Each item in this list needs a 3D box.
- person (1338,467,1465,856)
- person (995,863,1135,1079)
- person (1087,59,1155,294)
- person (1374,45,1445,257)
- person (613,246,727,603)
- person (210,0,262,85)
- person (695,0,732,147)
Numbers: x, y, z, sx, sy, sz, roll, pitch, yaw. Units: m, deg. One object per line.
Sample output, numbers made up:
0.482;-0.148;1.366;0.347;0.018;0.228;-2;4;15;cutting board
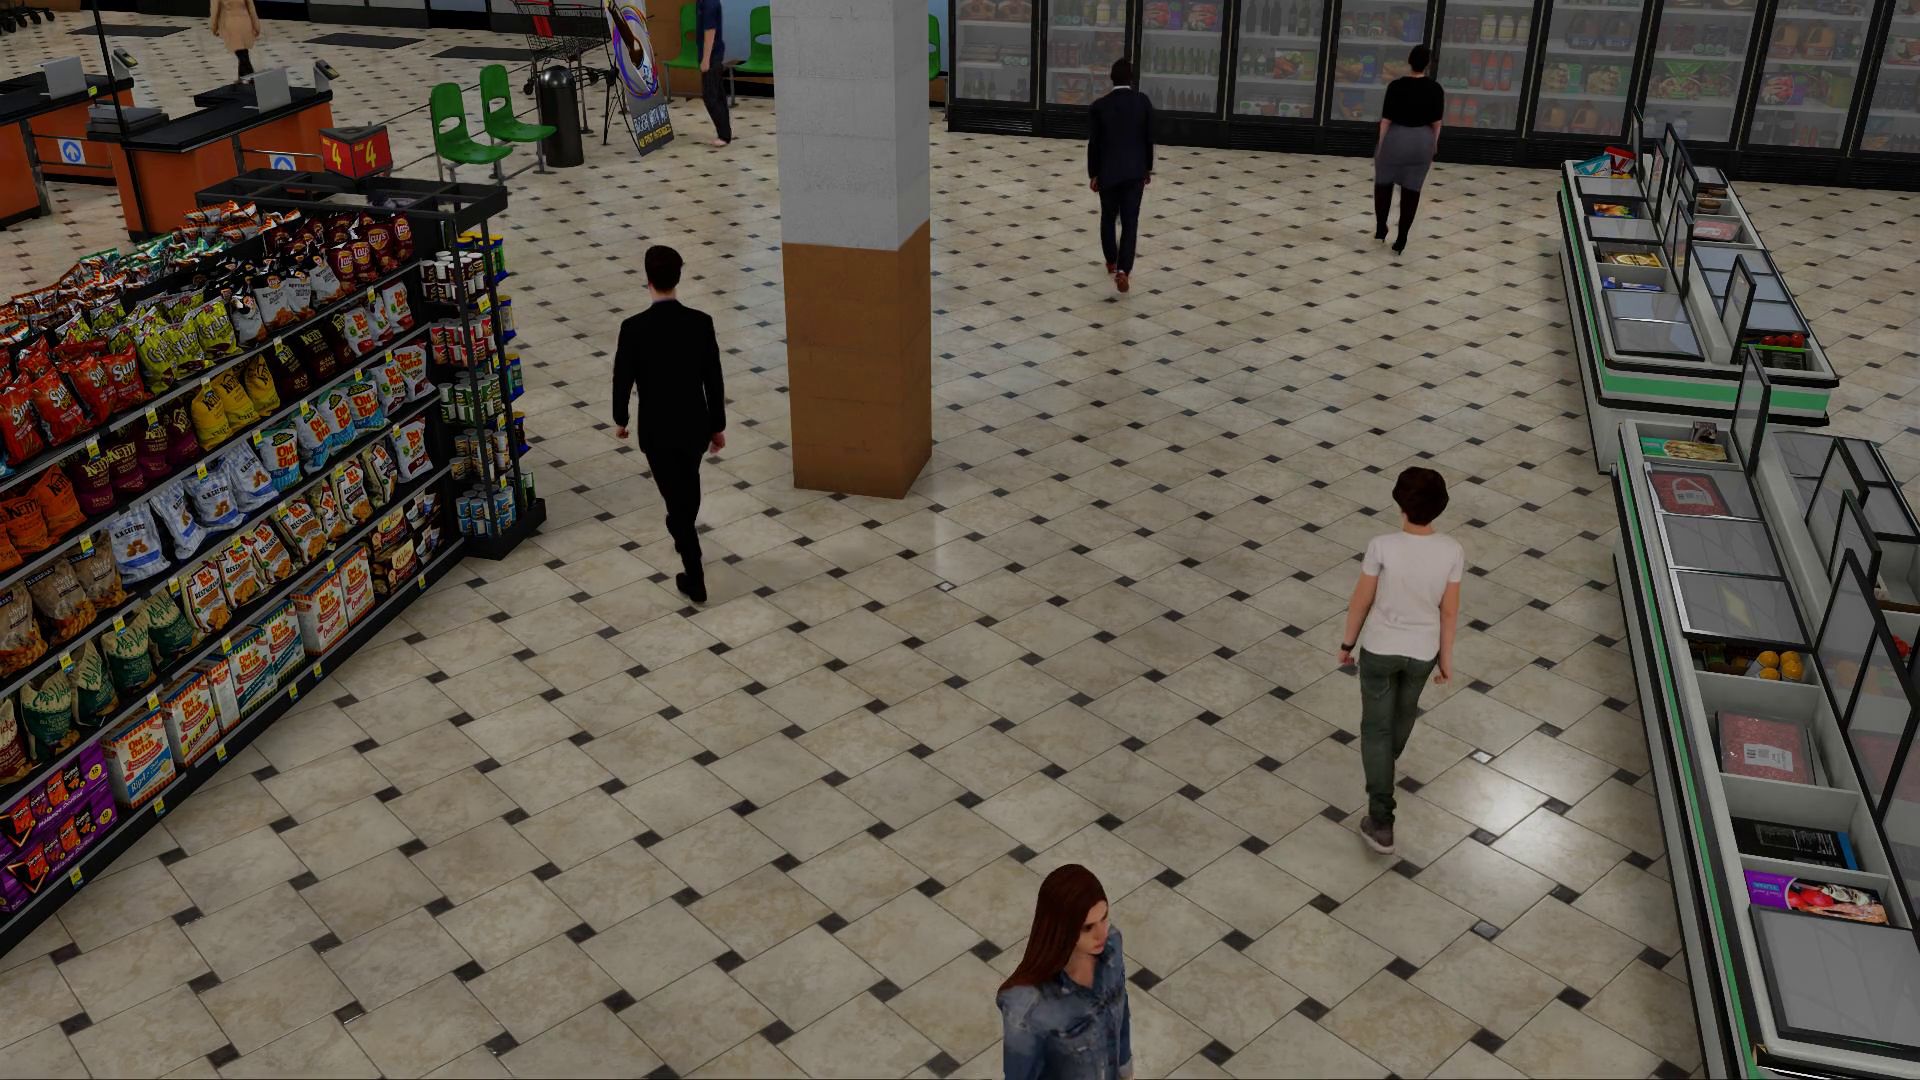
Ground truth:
1.792;0.514;6.792;0.774;1.619;1.113;0;27;1;person
0.225;1.558;4.668;0.923;1.677;1.062;19;32;32;person
1.302;-2.895;13.309;0.735;1.804;1.185;5;27;9;person
3.805;-3.281;14.142;0.738;1.739;0.798;3;27;7;person
-1.454;-0.545;8.619;1.104;1.855;1.173;-14;30;-26;person
-8.463;-5.969;19.553;1.113;1.640;1.074;-23;35;-37;person
-2.624;-5.178;17.773;0.957;1.839;0.707;1;27;2;person
